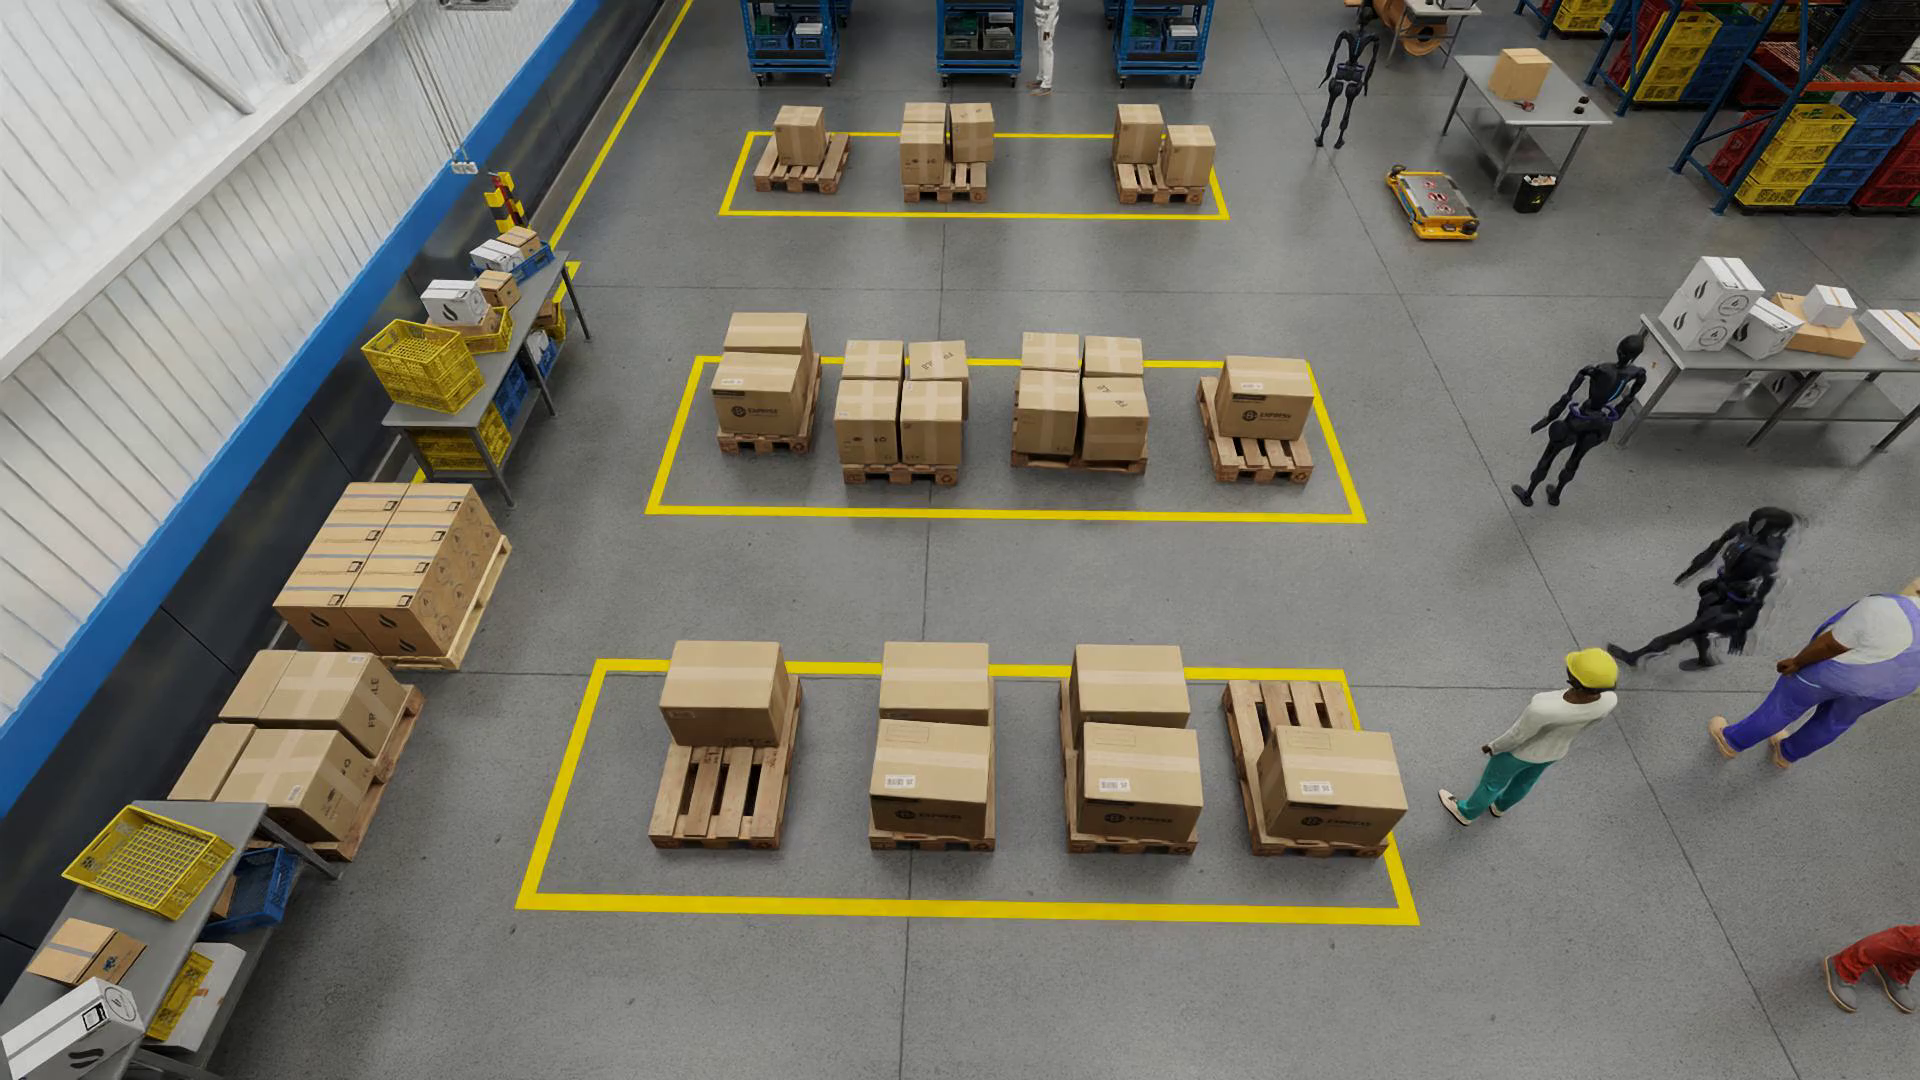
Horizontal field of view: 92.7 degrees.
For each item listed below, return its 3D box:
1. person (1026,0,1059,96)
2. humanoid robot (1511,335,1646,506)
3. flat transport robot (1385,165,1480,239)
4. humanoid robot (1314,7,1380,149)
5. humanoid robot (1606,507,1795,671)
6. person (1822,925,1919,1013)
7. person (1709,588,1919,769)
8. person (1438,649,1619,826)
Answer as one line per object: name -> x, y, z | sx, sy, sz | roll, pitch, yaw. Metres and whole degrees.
person -> 1.175, -7.164, 12.672 | 0.356, 1.875, 0.572 | -6, 49, -5
humanoid robot -> 5.019, -0.948, 7.415 | 0.590, 1.654, 0.328 | 3, 49, 2
flat transport robot -> 5.692, -4.094, 11.059 | 0.652, 0.197, 1.431 | 1, 49, 1
humanoid robot -> 4.932, -5.881, 11.682 | 0.599, 1.657, 0.331 | 14, 51, 12
humanoid robot -> 5.258, 0.410, 6.284 | 0.776, 1.609, 0.667 | 10, 50, 8
person -> 5.345, 1.970, 4.687 | 0.616, 1.994, 0.378 | 2, 49, 2
person -> 5.538, 0.762, 5.703 | 0.674, 2.000, 0.537 | 14, 51, 12
person -> 3.422, 1.206, 5.498 | 0.523, 1.768, 0.316 | -7, 50, -6
